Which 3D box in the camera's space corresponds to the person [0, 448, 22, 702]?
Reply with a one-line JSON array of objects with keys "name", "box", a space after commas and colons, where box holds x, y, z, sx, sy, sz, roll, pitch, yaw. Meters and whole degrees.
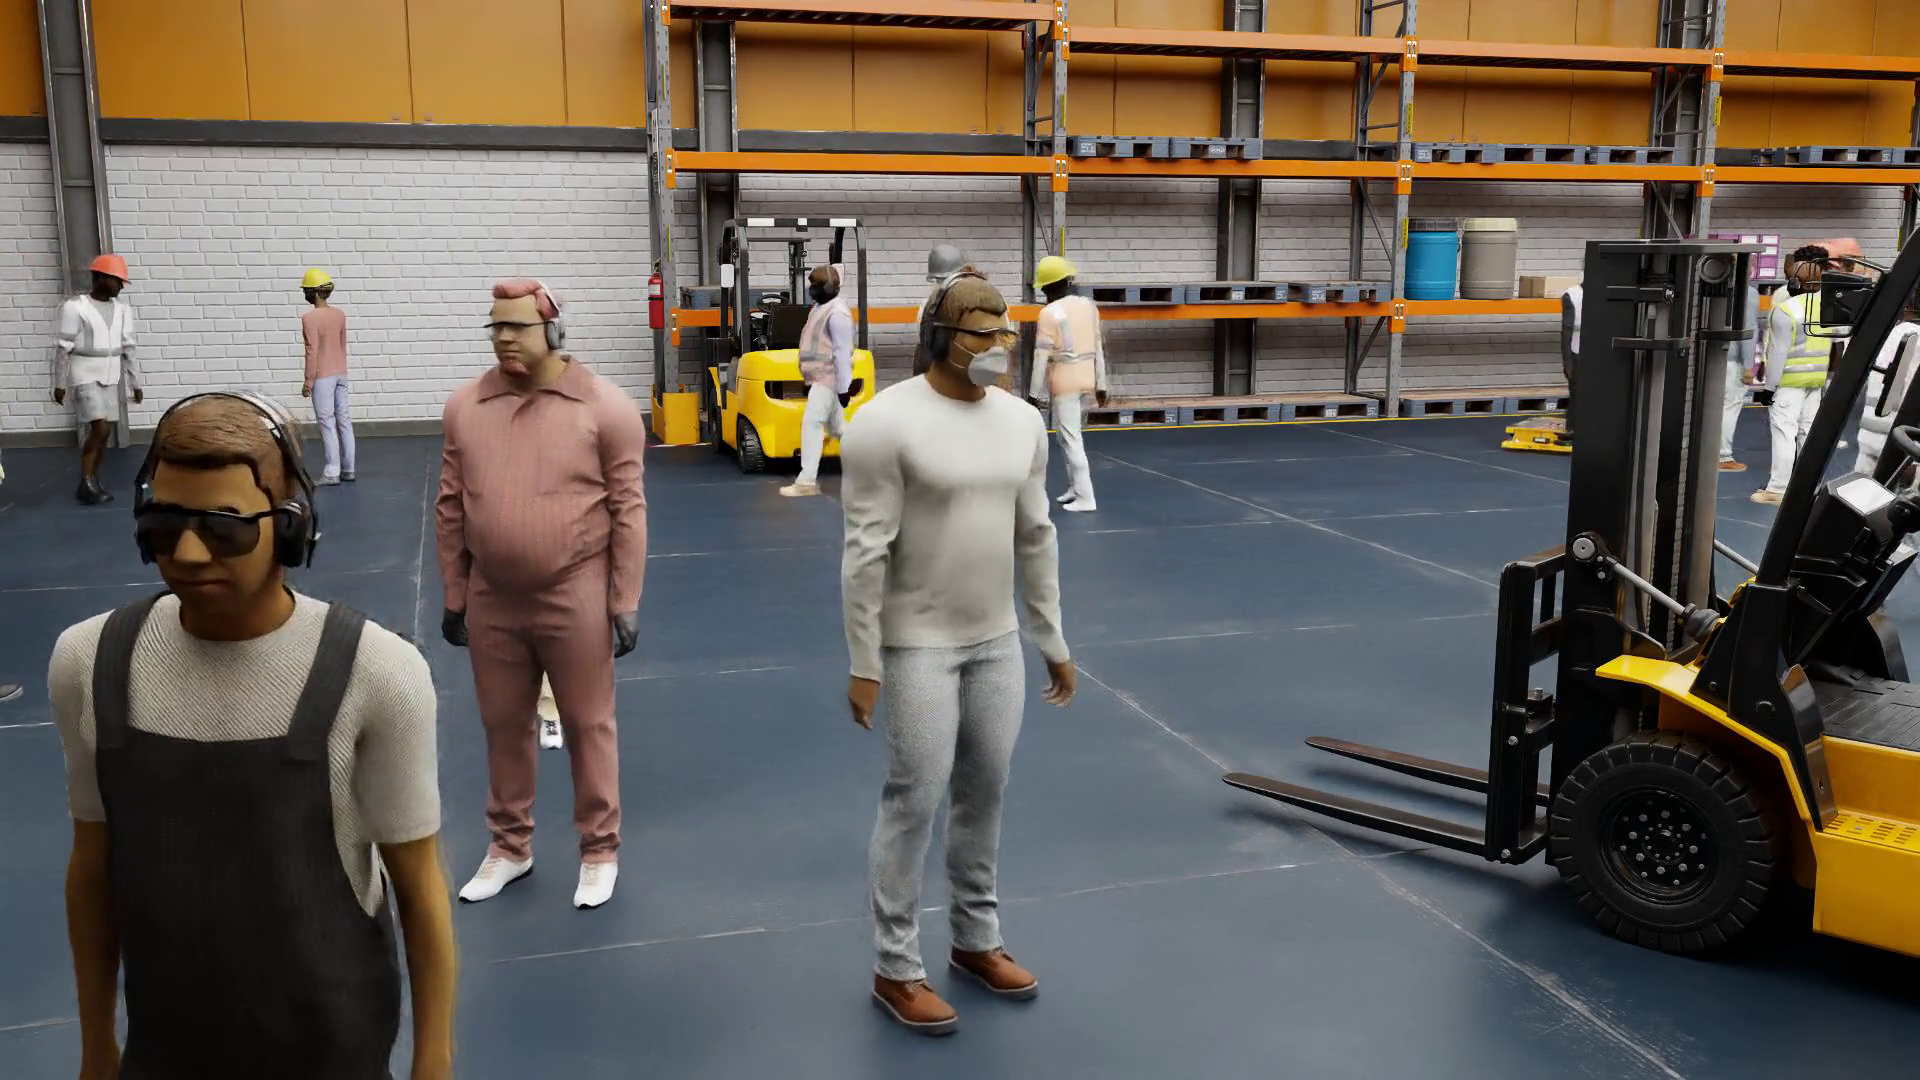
[{"name": "person", "box": [-4.361, -0.186, 7.199, 0.592, 1.825, 0.403, 9, 14, 41]}]

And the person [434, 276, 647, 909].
[{"name": "person", "box": [-1.275, 0.169, 5.014, 0.651, 1.906, 0.403, 2, 10, 9]}]

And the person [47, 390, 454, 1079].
[{"name": "person", "box": [-0.959, 0.708, 2.267, 0.545, 1.828, 0.413, 0, 10, 0]}]

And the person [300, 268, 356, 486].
[{"name": "person", "box": [-5.179, -1.320, 13.559, 0.316, 1.769, 0.523, 2, 11, 13]}]

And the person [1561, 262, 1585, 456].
[{"name": "person", "box": [5.743, -1.678, 15.216, 0.611, 1.878, 0.579, -1, 10, -8]}]

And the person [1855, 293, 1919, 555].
[{"name": "person", "box": [5.047, -0.486, 8.791, 0.954, 1.831, 0.602, 0, 10, 1]}]

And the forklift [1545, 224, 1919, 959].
[{"name": "forklift", "box": [2.909, 0.117, 4.508, 2.313, 2.155, 1.214, 9, 14, 40]}]

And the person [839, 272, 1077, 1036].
[{"name": "person", "box": [-0.009, 0.278, 4.340, 0.647, 1.936, 0.405, -9, 13, -39]}]

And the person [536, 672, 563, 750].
[{"name": "person", "box": [-1.703, -0.013, 6.838, 0.507, 1.602, 0.769, -4, 11, -20]}]

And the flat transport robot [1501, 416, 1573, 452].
[{"name": "flat transport robot", "box": [5.749, -1.031, 16.077, 0.652, 0.197, 1.431, 6, 12, 31]}]

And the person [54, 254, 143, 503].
[{"name": "person", "box": [-6.537, -1.215, 12.630, 0.602, 1.890, 0.559, 4, 11, 21]}]

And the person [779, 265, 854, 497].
[{"name": "person", "box": [-0.987, -1.257, 13.098, 0.886, 1.811, 0.621, -3, 11, -14]}]

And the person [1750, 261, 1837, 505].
[{"name": "person", "box": [6.312, -1.180, 12.592, 0.627, 1.844, 0.429, -5, 11, -24]}]

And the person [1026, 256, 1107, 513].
[{"name": "person", "box": [0.756, -1.130, 12.188, 0.587, 1.886, 0.626, 9, 14, 40]}]

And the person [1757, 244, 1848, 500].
[{"name": "person", "box": [6.496, -1.278, 12.780, 0.367, 1.964, 0.609, -3, 11, -15]}]

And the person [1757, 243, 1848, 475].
[{"name": "person", "box": [7.161, -1.532, 14.164, 0.735, 1.972, 0.450, 1, 10, 7]}]

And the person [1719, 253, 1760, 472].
[{"name": "person", "box": [6.575, -1.533, 14.302, 0.499, 1.929, 0.648, -1, 10, -7]}]

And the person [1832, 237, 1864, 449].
[{"name": "person", "box": [8.181, -1.846, 15.741, 0.637, 2.022, 0.630, -1, 10, -3]}]

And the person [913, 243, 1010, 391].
[{"name": "person", "box": [-0.034, -0.985, 10.975, 0.726, 2.000, 0.553, 8, 13, 37]}]

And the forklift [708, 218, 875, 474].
[{"name": "forklift", "box": [-1.522, -1.778, 14.899, 1.214, 2.155, 2.313, -3, 11, -17]}]
